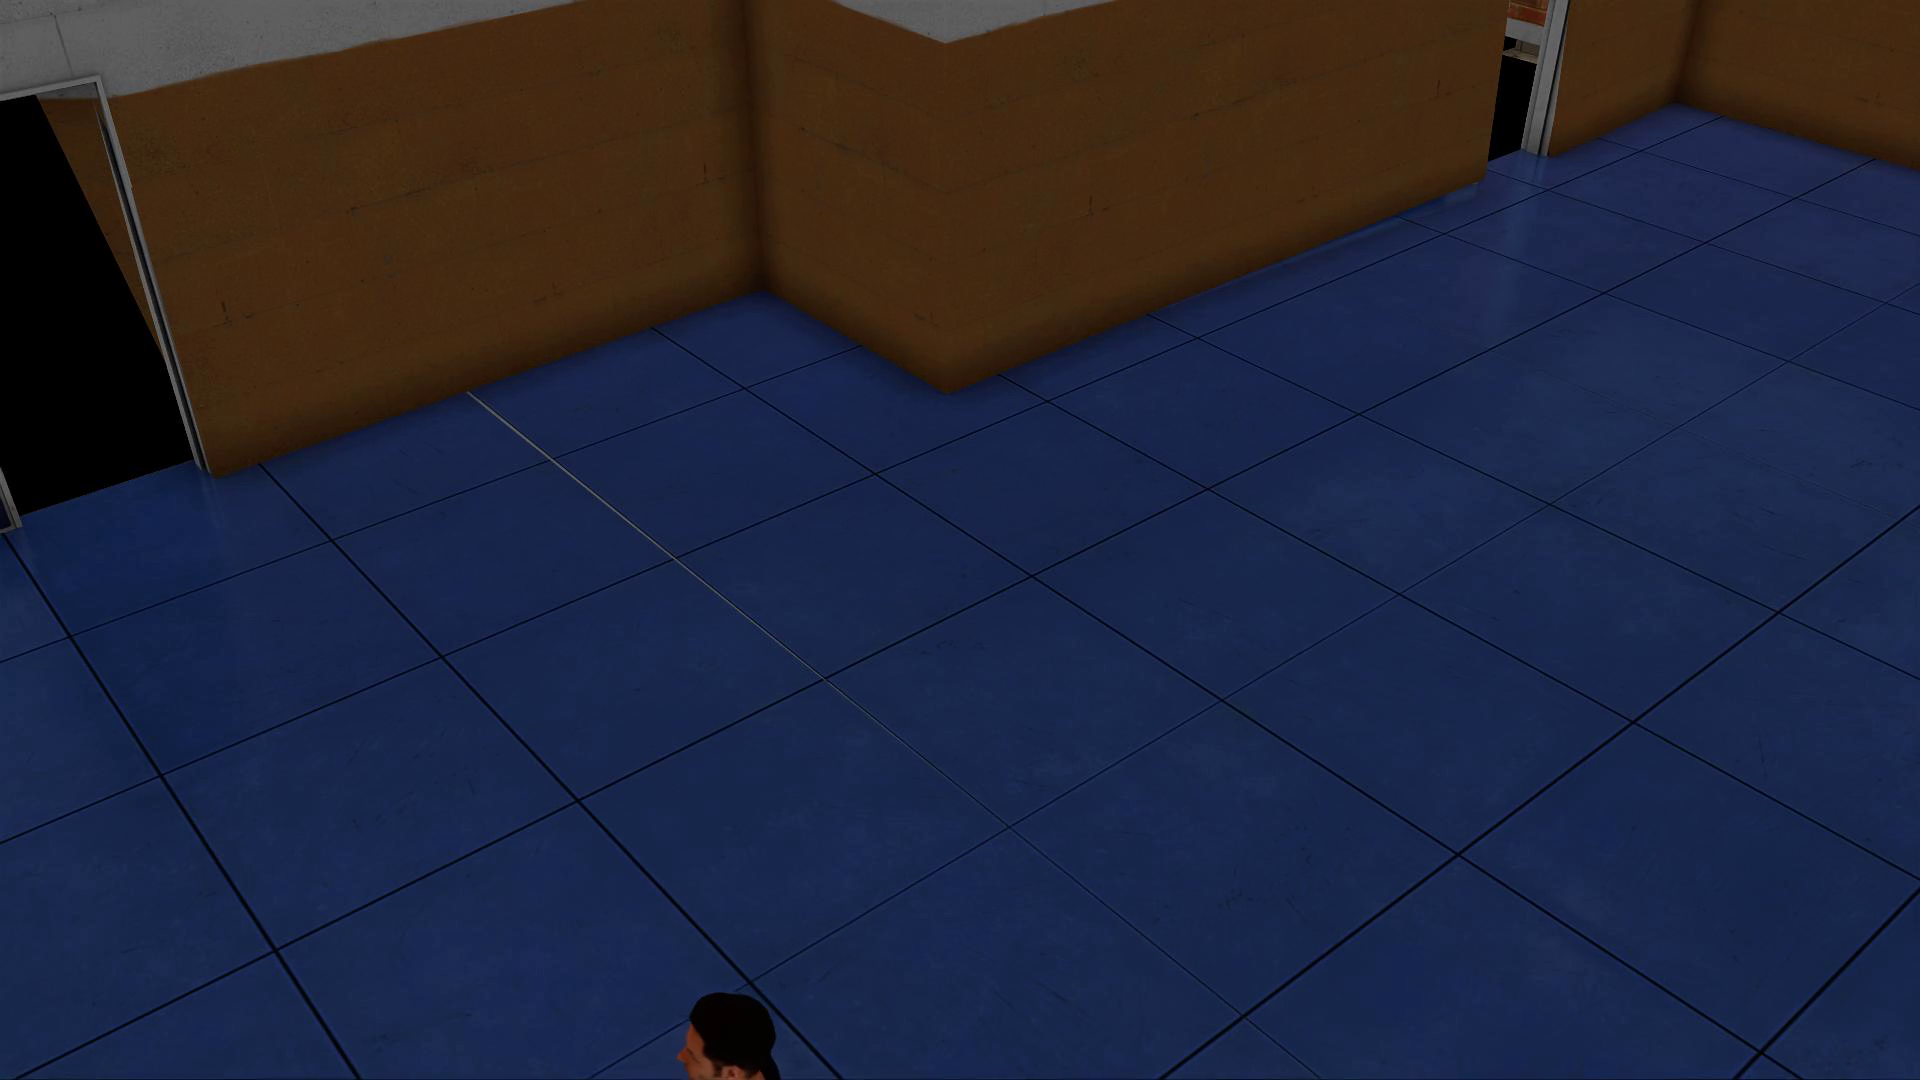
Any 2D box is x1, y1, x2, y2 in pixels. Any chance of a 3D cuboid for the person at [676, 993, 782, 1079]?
[{"bbox_3d":[-0.537,1.864,4.430,0.766,1.859,0.630,-7,34,-11],"label":"person"}]
